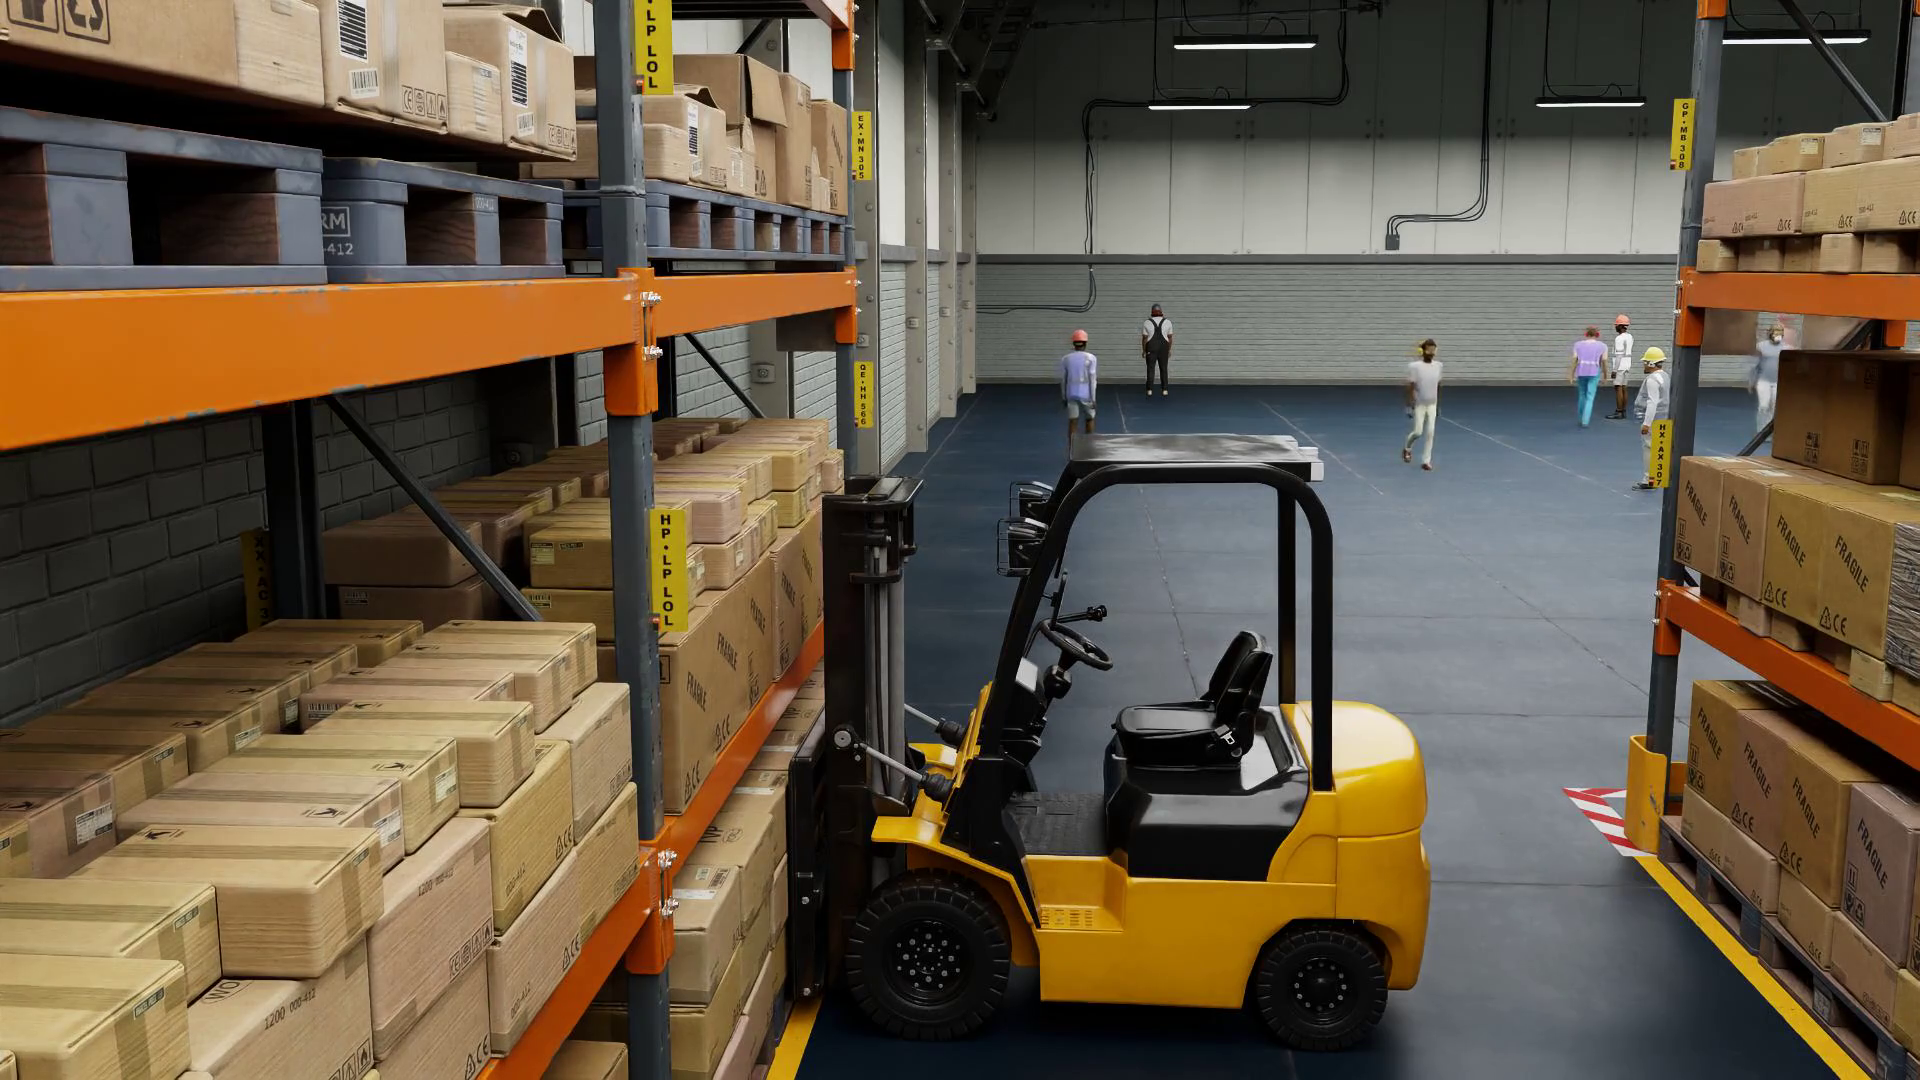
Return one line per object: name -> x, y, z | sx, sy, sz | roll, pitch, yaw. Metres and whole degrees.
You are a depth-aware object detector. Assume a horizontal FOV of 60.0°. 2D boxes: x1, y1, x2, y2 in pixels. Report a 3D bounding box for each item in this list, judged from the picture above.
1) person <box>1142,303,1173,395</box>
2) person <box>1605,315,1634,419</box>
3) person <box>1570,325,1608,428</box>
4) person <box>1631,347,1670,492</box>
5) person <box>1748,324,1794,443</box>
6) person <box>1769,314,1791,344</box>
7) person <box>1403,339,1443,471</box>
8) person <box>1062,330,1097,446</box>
person -> 4.367, -4.247, 36.977 | 0.674, 2.000, 0.536 | 0, 9, 0
person -> 12.330, -3.222, 31.076 | 0.354, 1.939, 0.545 | 8, 13, 41
person -> 11.183, -2.899, 29.510 | 0.597, 1.798, 0.960 | 6, 11, 31
person -> 8.786, -1.533, 21.161 | 0.404, 1.830, 0.603 | 7, 11, 35
person -> 13.091, -2.501, 26.758 | 0.667, 1.913, 0.734 | 1, 9, 7
person -> 16.759, -3.688, 34.053 | 0.618, 1.888, 0.667 | 9, 13, 44
person -> 6.527, -1.912, 23.418 | 0.511, 1.854, 0.607 | -2, 10, -11
person -> 1.799, -2.129, 24.520 | 0.572, 1.910, 0.783 | 4, 10, 25
